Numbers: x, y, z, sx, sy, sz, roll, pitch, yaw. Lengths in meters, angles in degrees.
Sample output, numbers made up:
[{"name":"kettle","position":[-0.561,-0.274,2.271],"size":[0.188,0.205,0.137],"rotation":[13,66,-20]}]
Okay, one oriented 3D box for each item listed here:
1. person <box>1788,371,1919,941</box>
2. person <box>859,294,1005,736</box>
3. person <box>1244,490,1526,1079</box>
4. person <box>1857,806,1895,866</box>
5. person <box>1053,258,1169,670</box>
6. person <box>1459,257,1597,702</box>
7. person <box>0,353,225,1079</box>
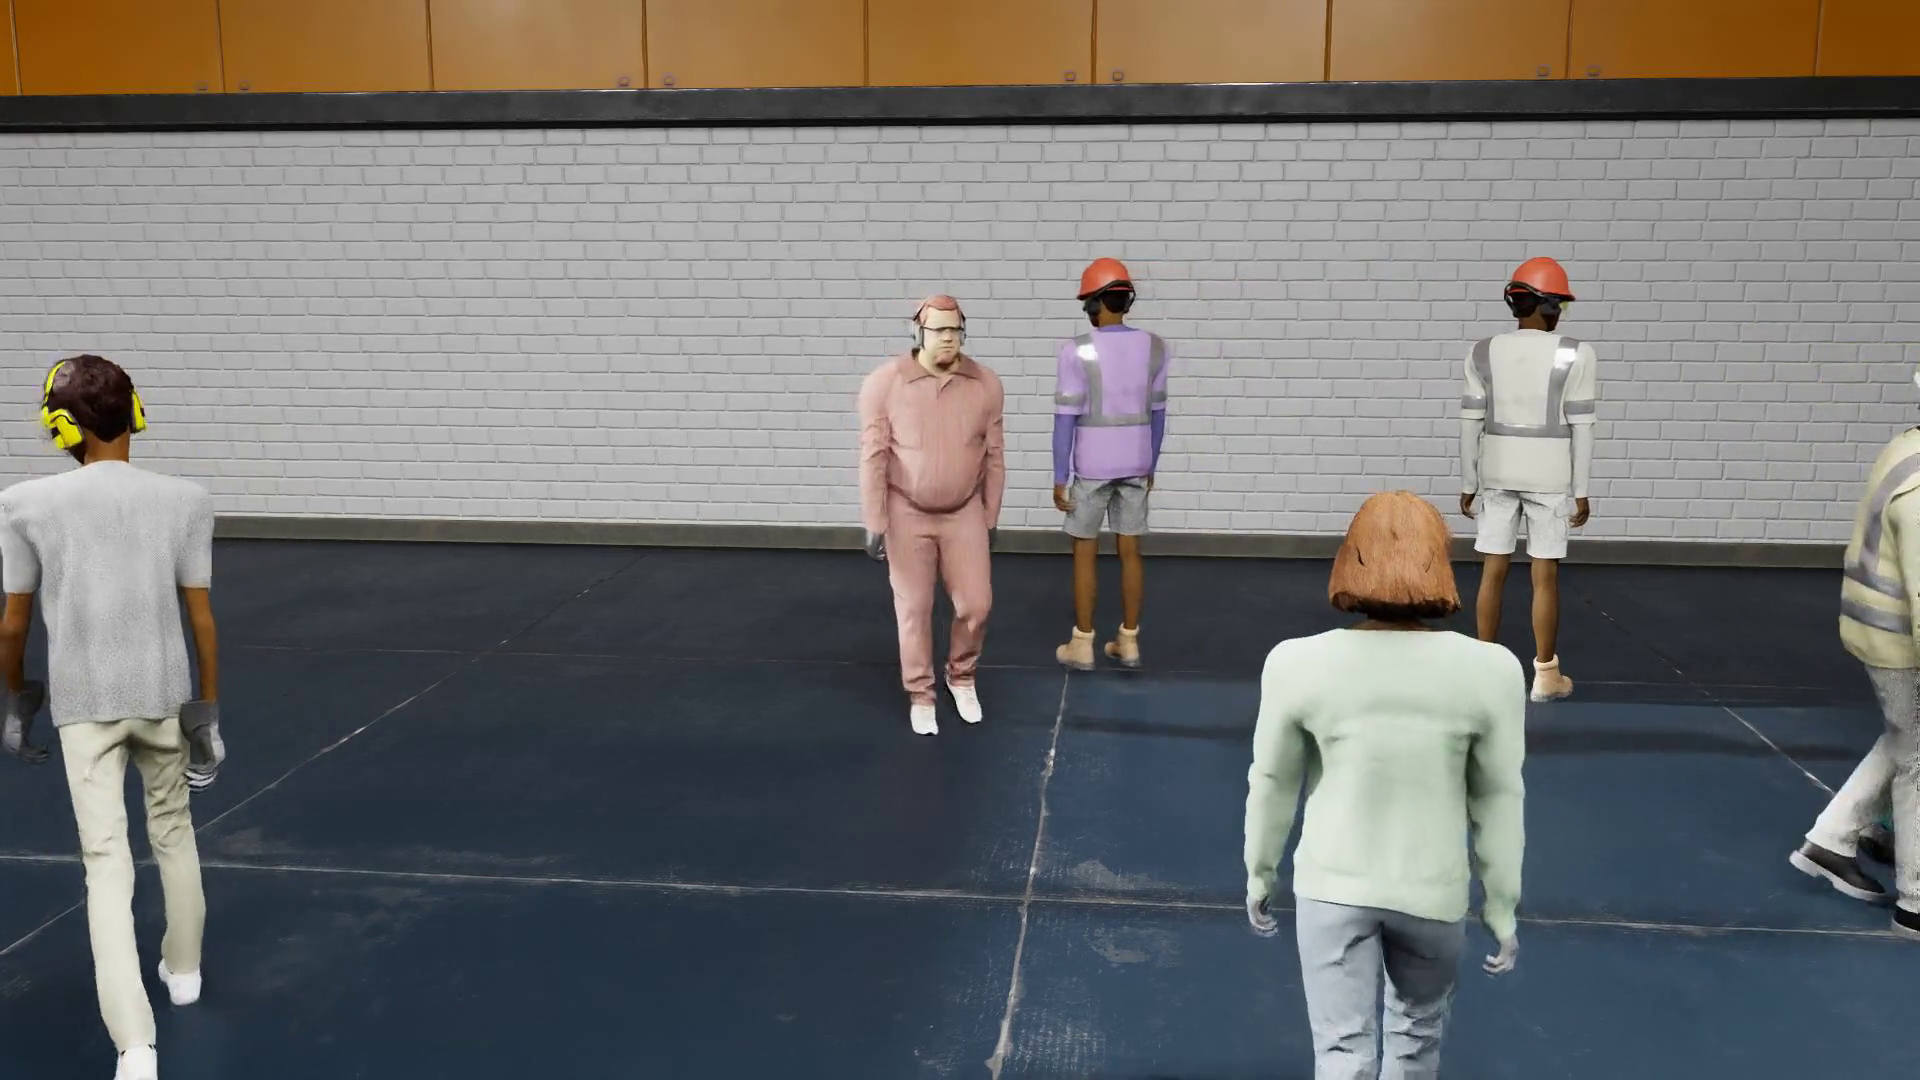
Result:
[{"name":"person","position":[2.859,0.308,4.992],"size":[0.620,1.814,0.677],"rotation":[5,11,27]},{"name":"person","position":[-0.109,-0.094,7.095],"size":[0.641,1.891,0.421],"rotation":[-2,10,-10]},{"name":"person","position":[0.840,0.688,3.388],"size":[0.523,1.600,0.752],"rotation":[1,10,7]},{"name":"person","position":[3.398,0.251,5.566],"size":[0.870,1.728,0.533],"rotation":[-6,11,-29]},{"name":"person","position":[0.721,-0.367,8.237],"size":[0.622,2.029,0.423],"rotation":[-4,11,-21]},{"name":"person","position":[2.619,-0.275,7.696],"size":[0.607,2.039,0.395],"rotation":[7,12,36]},{"name":"person","position":[-2.125,0.442,4.212],"size":[0.510,1.825,0.914],"rotation":[-7,12,-34]}]
